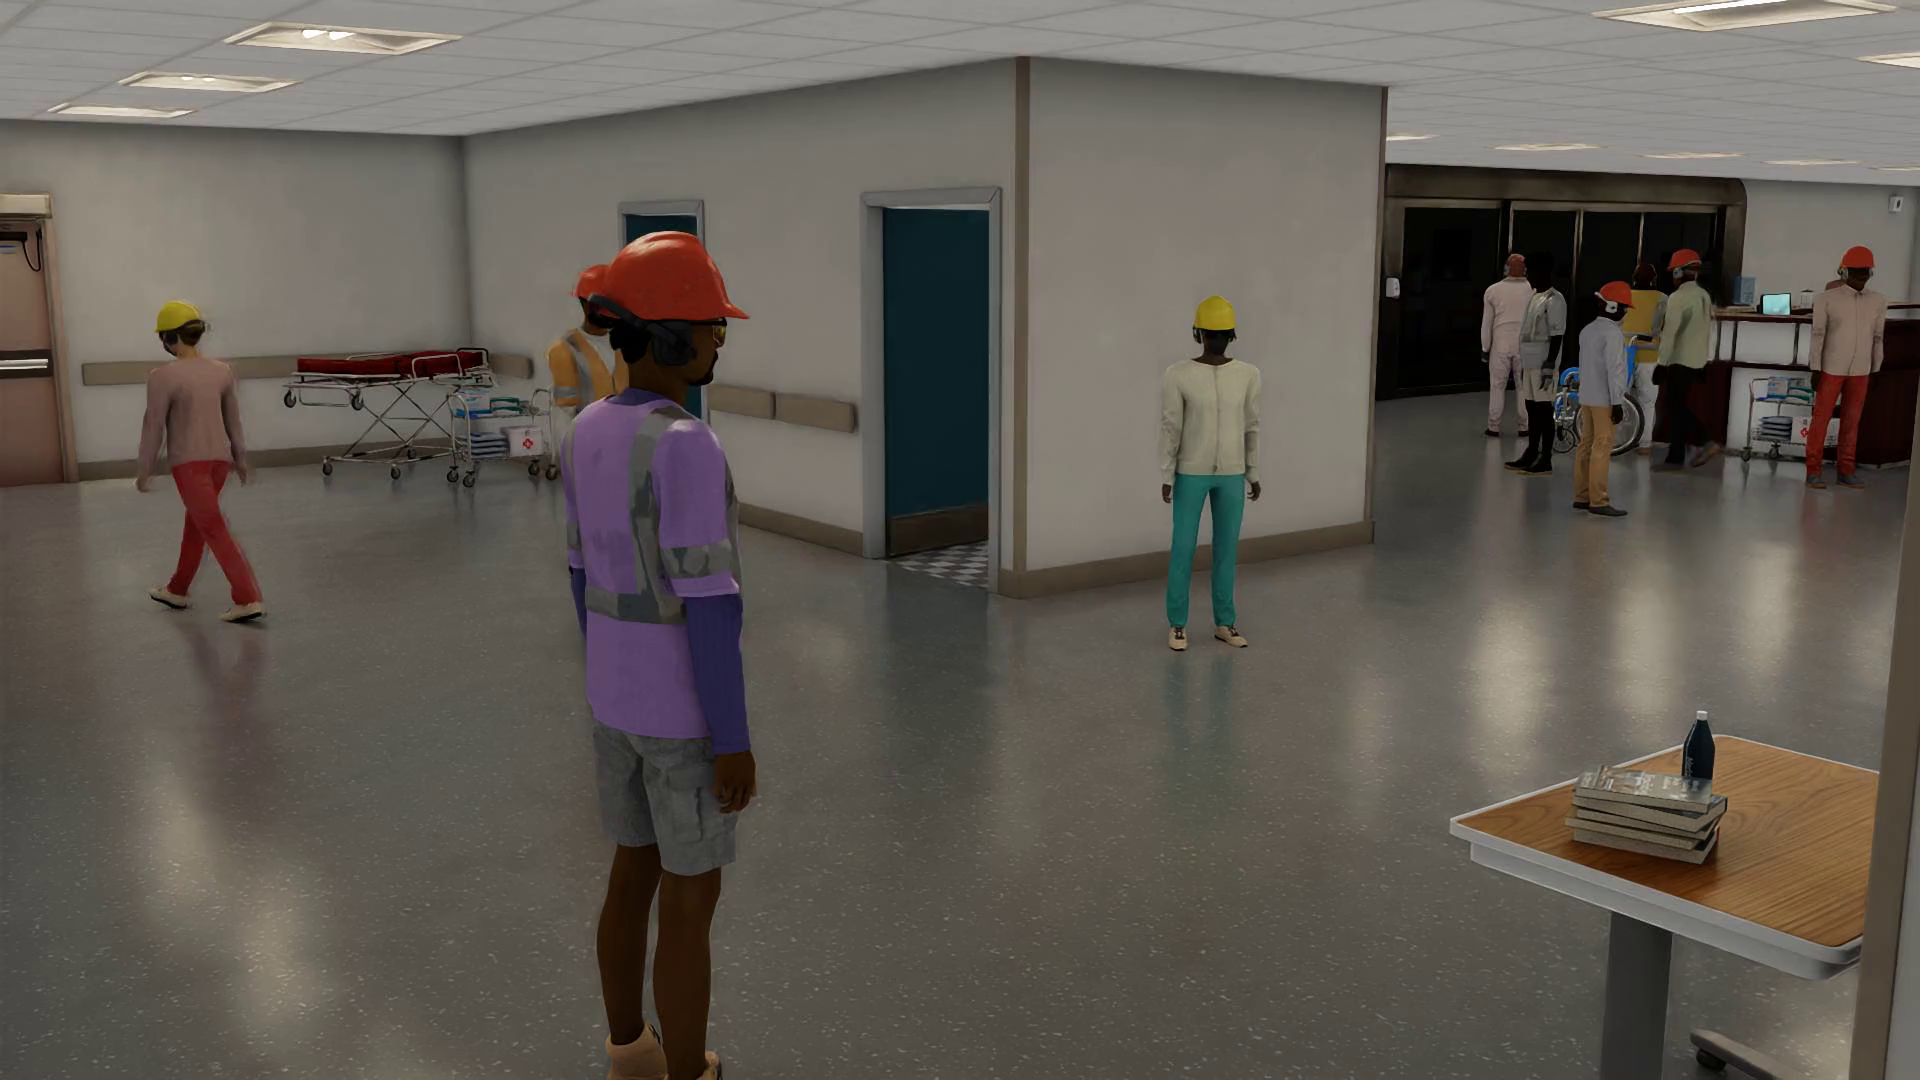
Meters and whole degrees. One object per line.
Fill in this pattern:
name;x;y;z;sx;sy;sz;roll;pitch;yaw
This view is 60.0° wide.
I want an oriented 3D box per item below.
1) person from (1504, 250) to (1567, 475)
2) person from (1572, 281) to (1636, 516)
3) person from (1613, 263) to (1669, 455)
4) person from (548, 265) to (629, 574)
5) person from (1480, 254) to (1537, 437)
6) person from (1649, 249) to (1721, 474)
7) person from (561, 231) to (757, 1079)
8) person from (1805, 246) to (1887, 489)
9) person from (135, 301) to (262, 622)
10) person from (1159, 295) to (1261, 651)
person;5.067;-1.547;14.578;0.375;1.959;0.603;0;10;-2
person;4.819;-1.053;12.415;0.339;1.741;0.563;-1;10;-4
person;6.475;-1.719;15.908;0.628;1.837;0.430;5;11;25
person;-1.907;-0.482;8.738;0.539;1.912;0.565;7;12;36
person;5.785;-2.032;17.425;0.651;1.913;0.409;2;10;10
person;6.348;-1.554;14.574;0.491;1.972;0.629;9;14;43
person;-0.634;0.352;3.700;0.377;2.045;0.605;-8;13;-37
person;7.309;-1.412;13.718;0.610;1.996;0.384;0;10;0
person;-4.125;-0.420;8.955;0.924;1.709;0.537;4;11;22
person;1.251;-0.327;8.283;0.533;1.768;0.310;-2;10;-12
